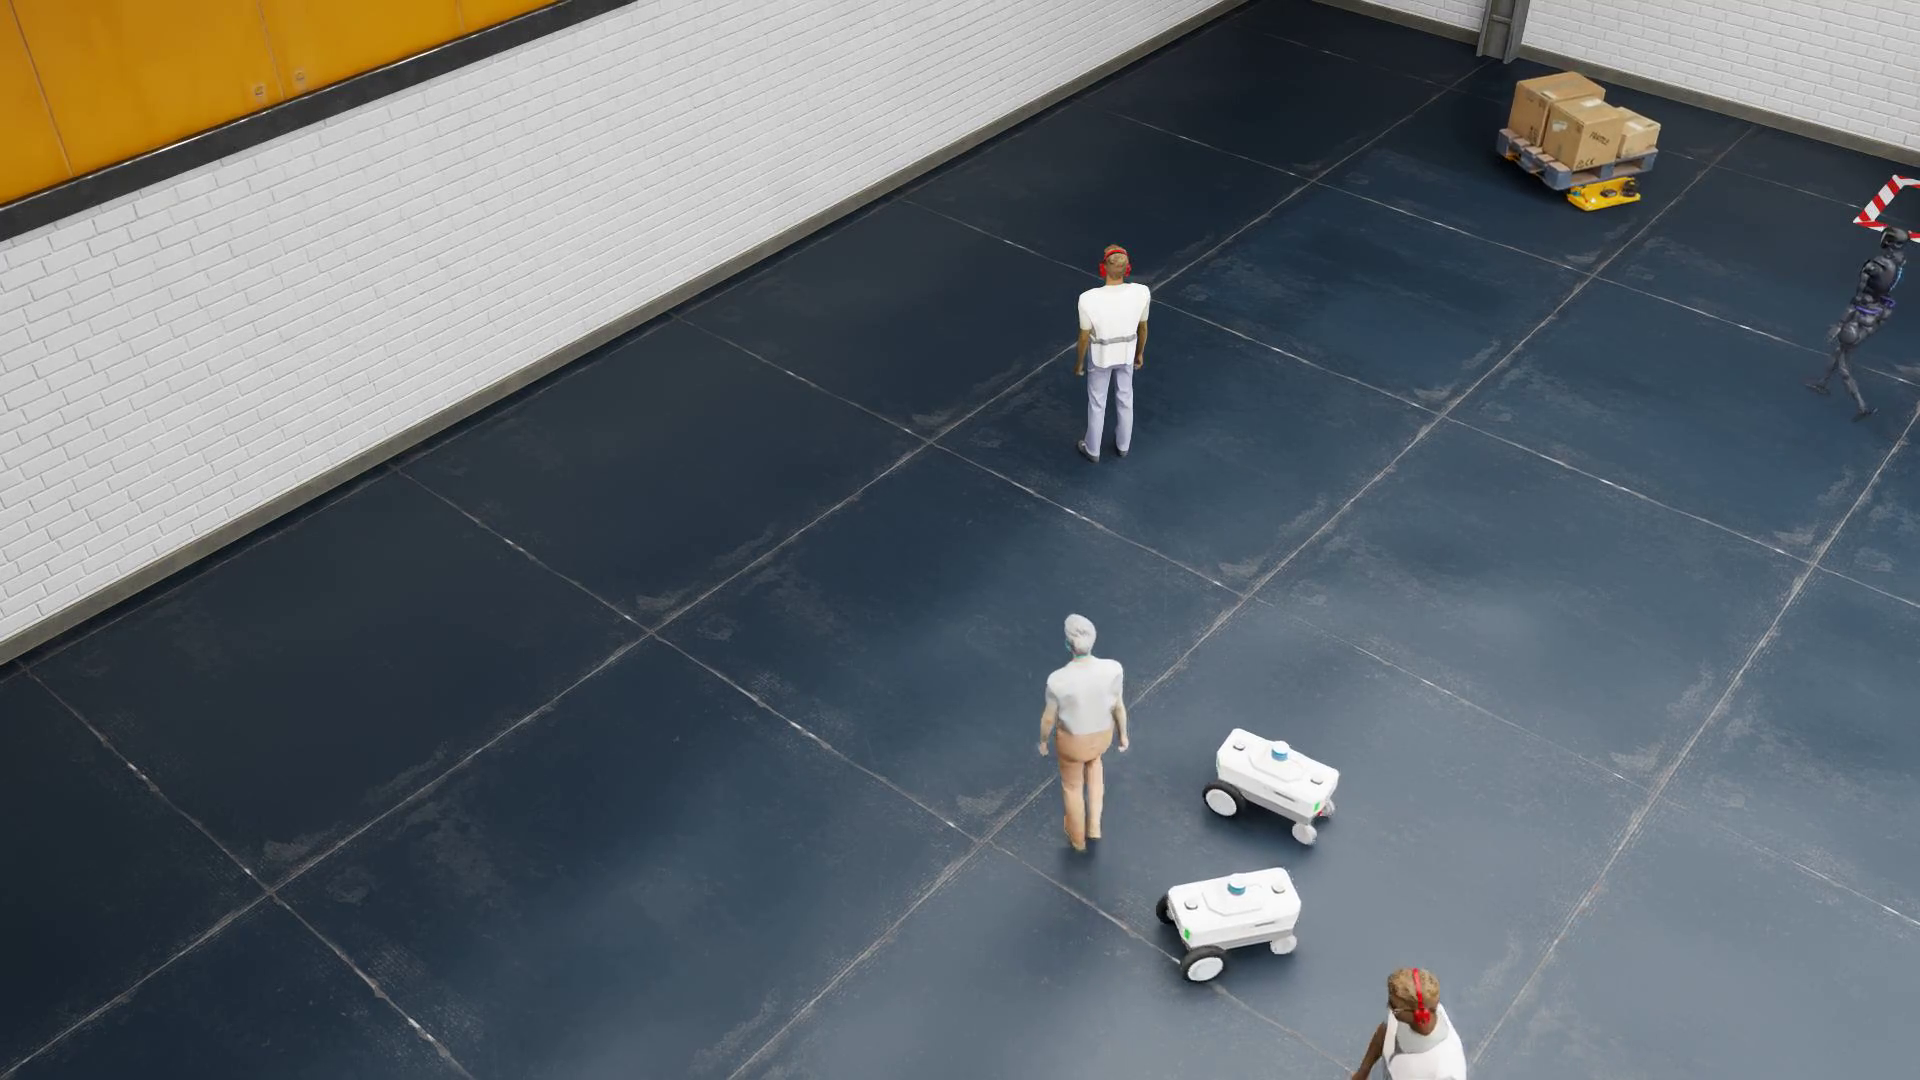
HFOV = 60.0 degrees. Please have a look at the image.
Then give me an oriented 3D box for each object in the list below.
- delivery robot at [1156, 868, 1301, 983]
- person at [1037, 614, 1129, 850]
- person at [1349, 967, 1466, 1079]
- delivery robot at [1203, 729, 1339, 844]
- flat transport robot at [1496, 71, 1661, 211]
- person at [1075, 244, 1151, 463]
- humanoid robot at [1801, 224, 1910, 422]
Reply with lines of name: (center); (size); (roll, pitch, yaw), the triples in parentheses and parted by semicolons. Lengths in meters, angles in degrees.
delivery robot: (1.521, 2.133, 9.426); (0.815, 0.614, 0.499); (-8, 40, -10)
person: (0.717, 1.126, 9.725); (0.525, 1.728, 0.398); (-10, 40, -13)
person: (2.083, 2.644, 7.771); (0.491, 1.816, 0.597); (-3, 39, -4)
delivery robot: (1.933, 1.474, 10.220); (0.774, 0.583, 0.499); (22, 44, 25)
flat transport robot: (6.227, -3.791, 16.992); (0.659, 0.231, 1.431); (-14, 41, -17)
person: (1.157, -1.400, 12.767); (0.563, 1.846, 0.391); (-9, 40, -11)
humanoid robot: (7.312, -1.755, 13.381); (0.614, 1.651, 0.732); (-21, 44, -24)
